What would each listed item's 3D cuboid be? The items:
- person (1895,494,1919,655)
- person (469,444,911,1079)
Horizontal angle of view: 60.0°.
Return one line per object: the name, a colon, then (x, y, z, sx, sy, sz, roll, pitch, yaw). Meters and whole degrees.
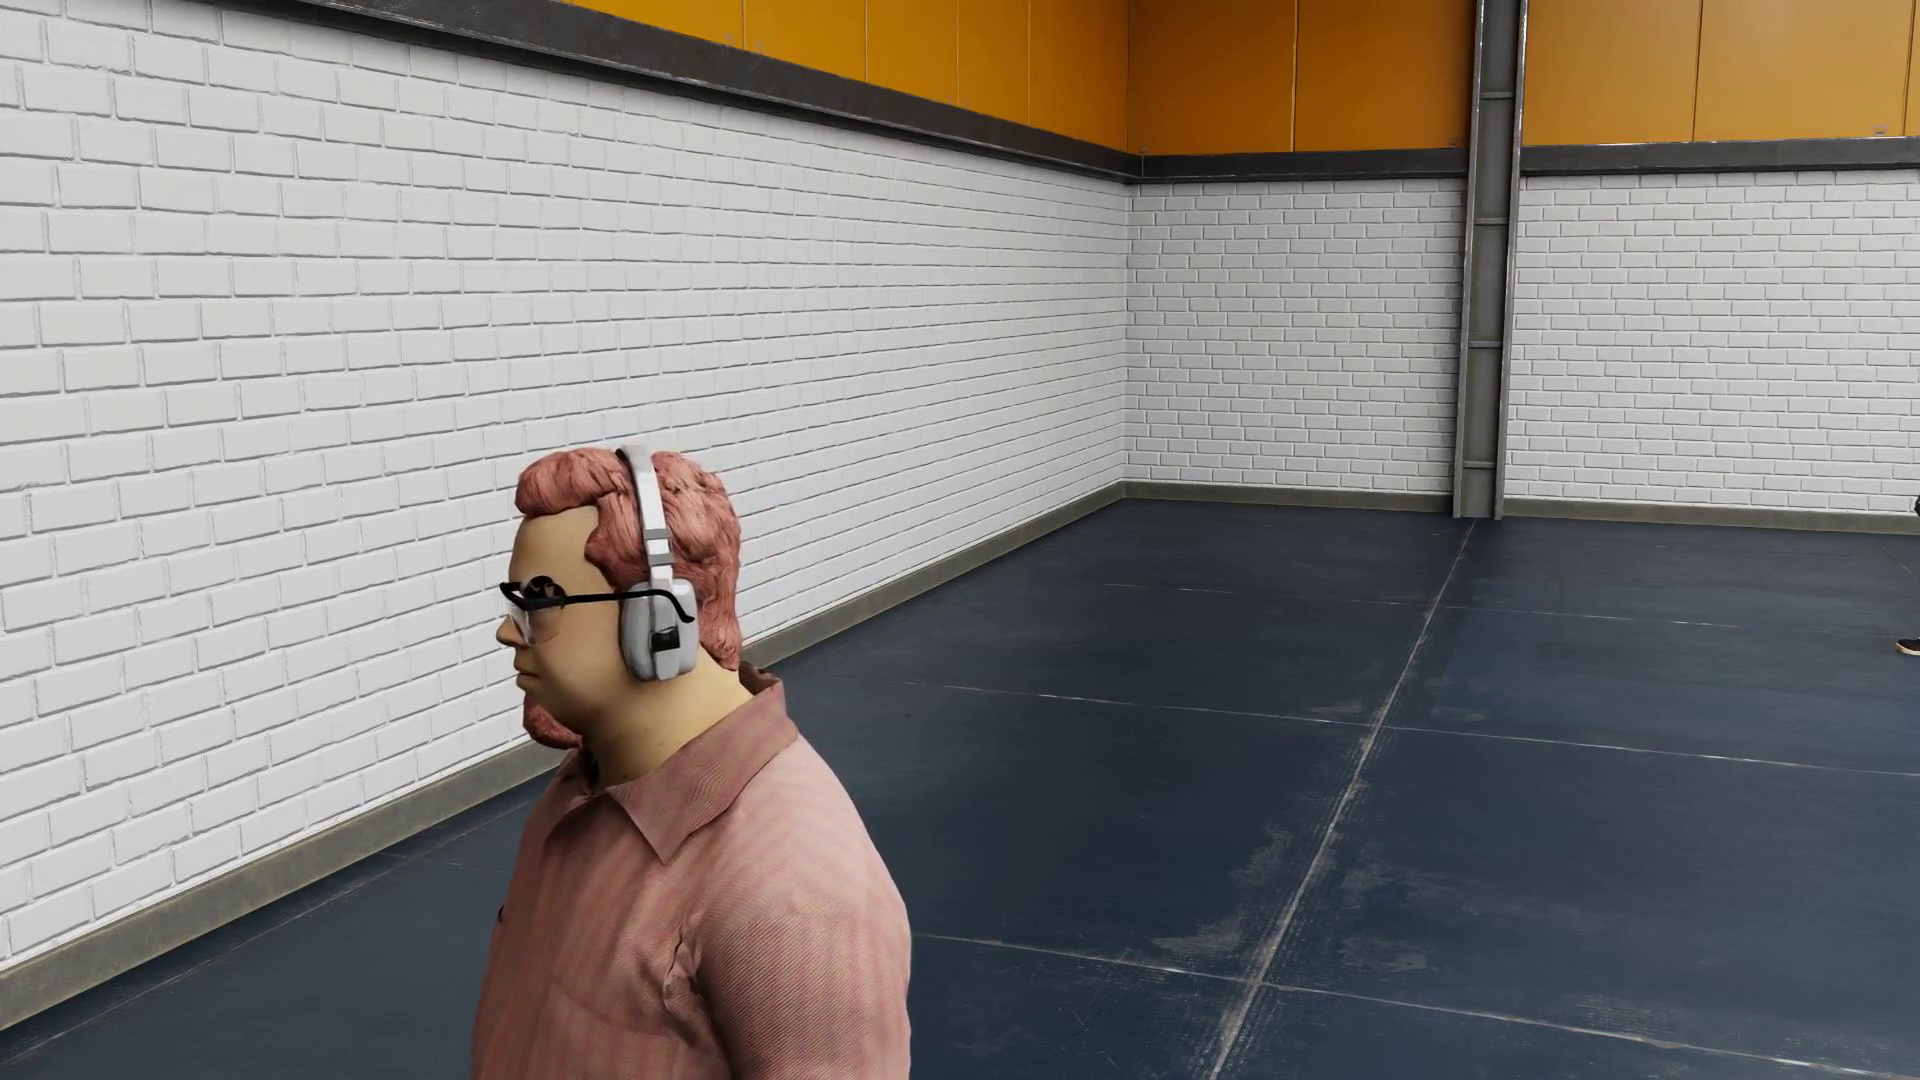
person: (5.403, -0.338, 9.008, 0.603, 1.967, 0.368, -6, 11, -33)
person: (-0.315, 0.849, 1.749, 0.403, 1.906, 0.651, -5, 10, -30)
